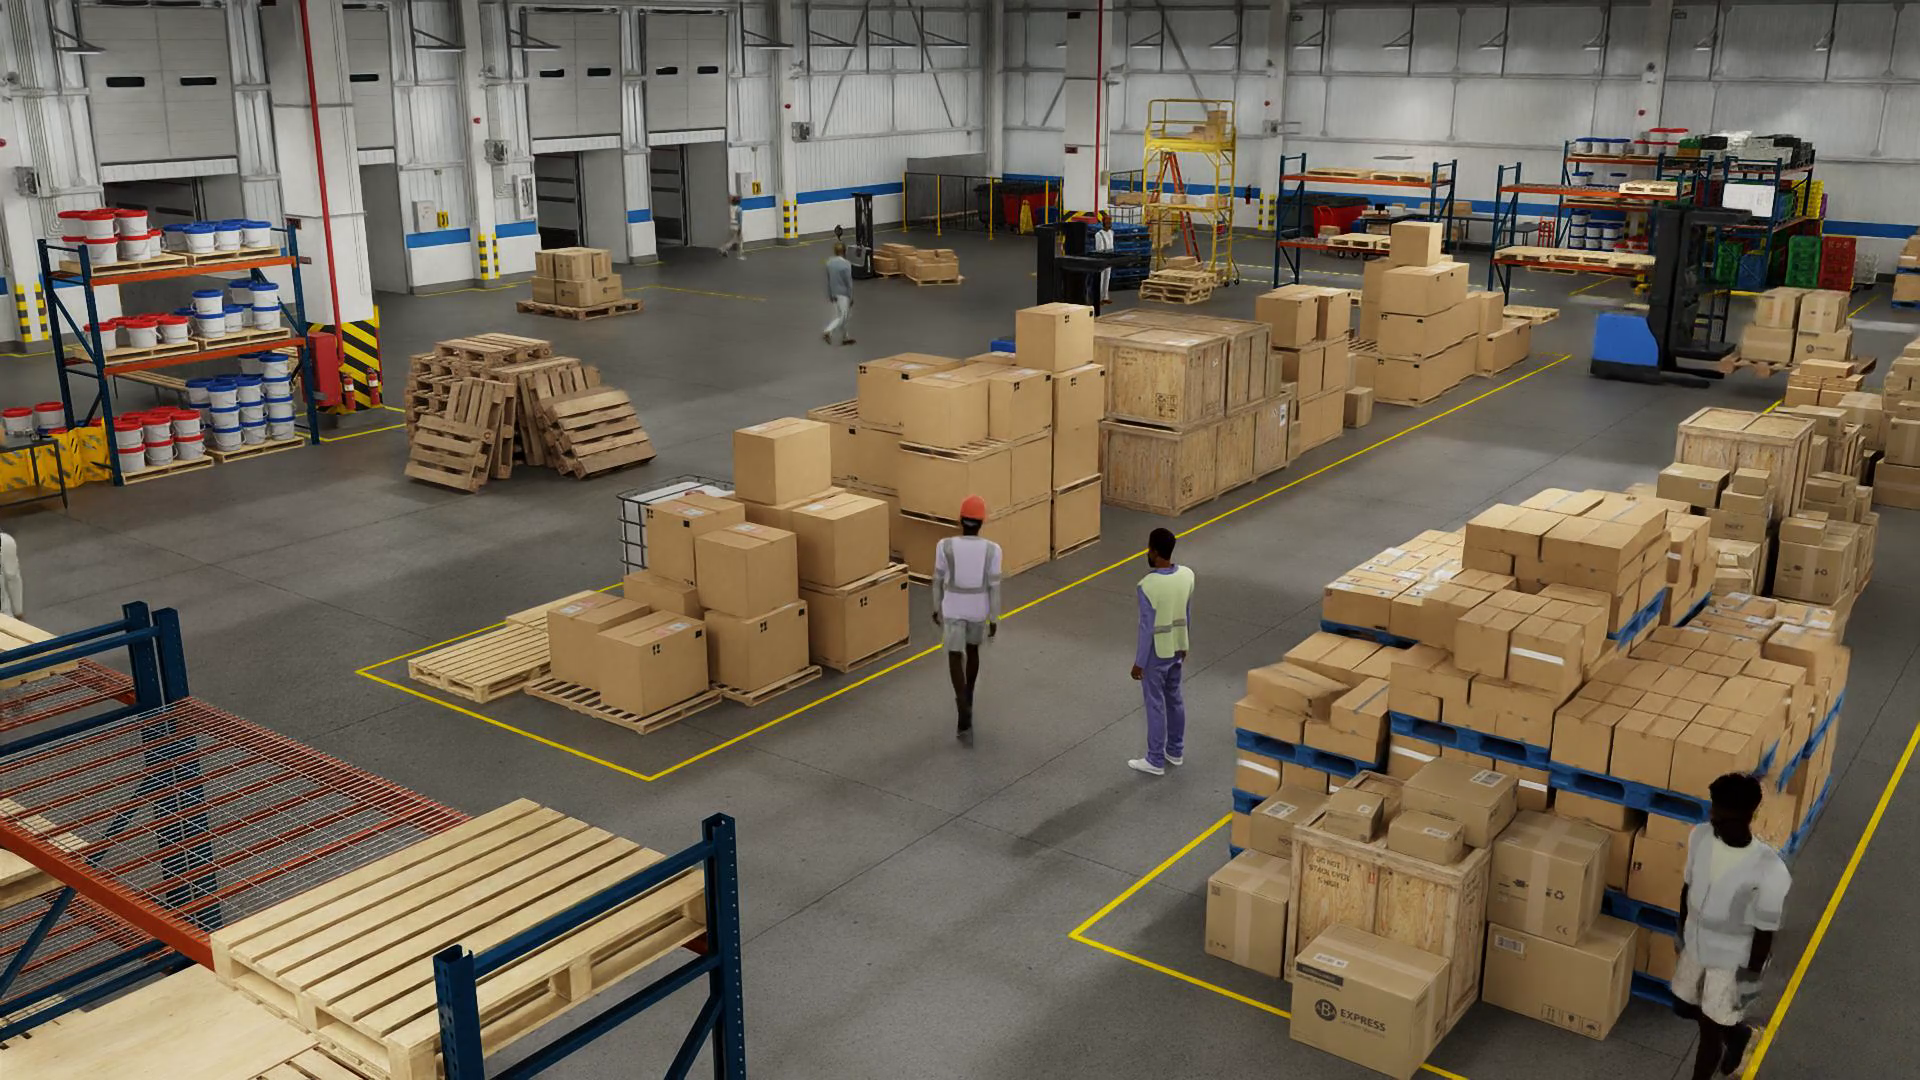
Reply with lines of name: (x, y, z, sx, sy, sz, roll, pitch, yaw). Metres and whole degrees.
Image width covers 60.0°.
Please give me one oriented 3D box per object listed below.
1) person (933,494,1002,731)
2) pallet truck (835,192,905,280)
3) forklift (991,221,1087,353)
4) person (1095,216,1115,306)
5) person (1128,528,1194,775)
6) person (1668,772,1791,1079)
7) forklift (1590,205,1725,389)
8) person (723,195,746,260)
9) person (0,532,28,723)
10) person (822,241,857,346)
person: (0.067, 0.583, 13.518, 0.555, 1.905, 0.866, -1, 17, -5)
pallet truck: (-1.936, -7.159, 38.982, 1.885, 1.965, 0.823, -12, 21, -34)
forklift: (1.462, -3.273, 24.612, 1.873, 2.768, 1.129, 12, 21, 35)
person: (3.030, -5.850, 34.867, 0.350, 1.878, 0.567, 13, 21, 36)
person: (1.540, 0.843, 12.620, 0.371, 1.916, 0.597, 16, 23, 43)
person: (3.945, 2.074, 8.513, 0.675, 1.943, 0.606, -7, 18, -21)
forklift: (11.471, -4.000, 27.020, 1.873, 2.768, 1.129, 12, 21, 35)
person: (-5.697, -7.887, 42.028, 0.529, 1.620, 0.499, 15, 22, 41)
person: (-7.849, 0.620, 13.357, 0.637, 1.921, 0.518, -10, 19, -30)
person: (-2.202, -4.450, 30.137, 0.753, 1.921, 0.638, -14, 22, -39)
